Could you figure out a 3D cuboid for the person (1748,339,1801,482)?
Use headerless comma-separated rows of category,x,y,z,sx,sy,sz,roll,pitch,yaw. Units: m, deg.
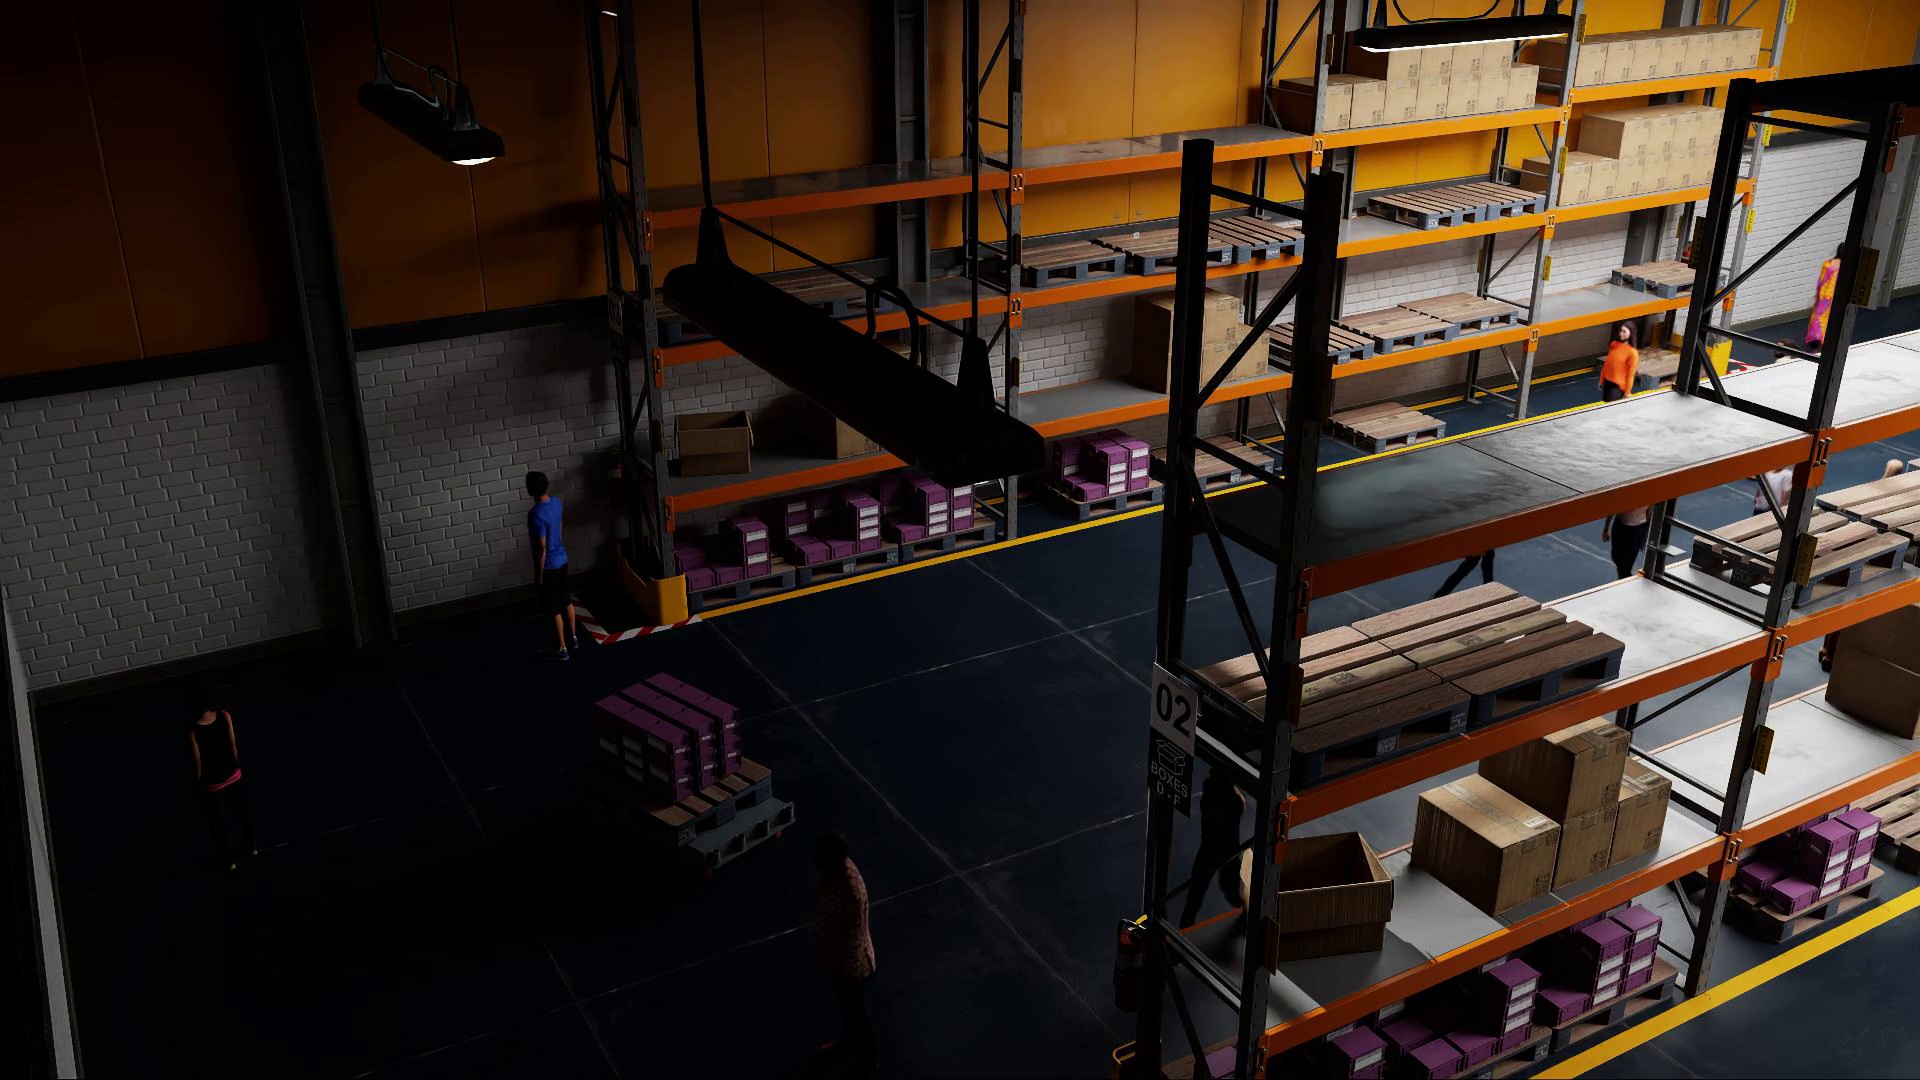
person,9.784,-1.571,19.949,0.792,1.751,0.739,5,24,12

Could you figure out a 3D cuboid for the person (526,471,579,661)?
person,-3.858,0.231,15.684,0.756,1.866,0.695,6,24,14

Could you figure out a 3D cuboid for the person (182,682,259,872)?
person,-5.613,1.767,12.563,0.681,1.551,0.577,15,28,30

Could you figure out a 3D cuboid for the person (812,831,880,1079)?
person,-0.703,2.569,10.420,0.635,1.796,0.699,-9,25,-20

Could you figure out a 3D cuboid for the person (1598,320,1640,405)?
person,8.253,-1.902,20.743,1.116,1.721,0.791,-6,24,-14

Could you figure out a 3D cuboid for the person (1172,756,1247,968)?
person,1.859,2.183,11.479,1.097,1.655,0.648,-16,28,-32

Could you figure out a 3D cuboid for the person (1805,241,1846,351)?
person,12.974,-3.644,24.777,1.019,1.682,1.135,11,26,23
